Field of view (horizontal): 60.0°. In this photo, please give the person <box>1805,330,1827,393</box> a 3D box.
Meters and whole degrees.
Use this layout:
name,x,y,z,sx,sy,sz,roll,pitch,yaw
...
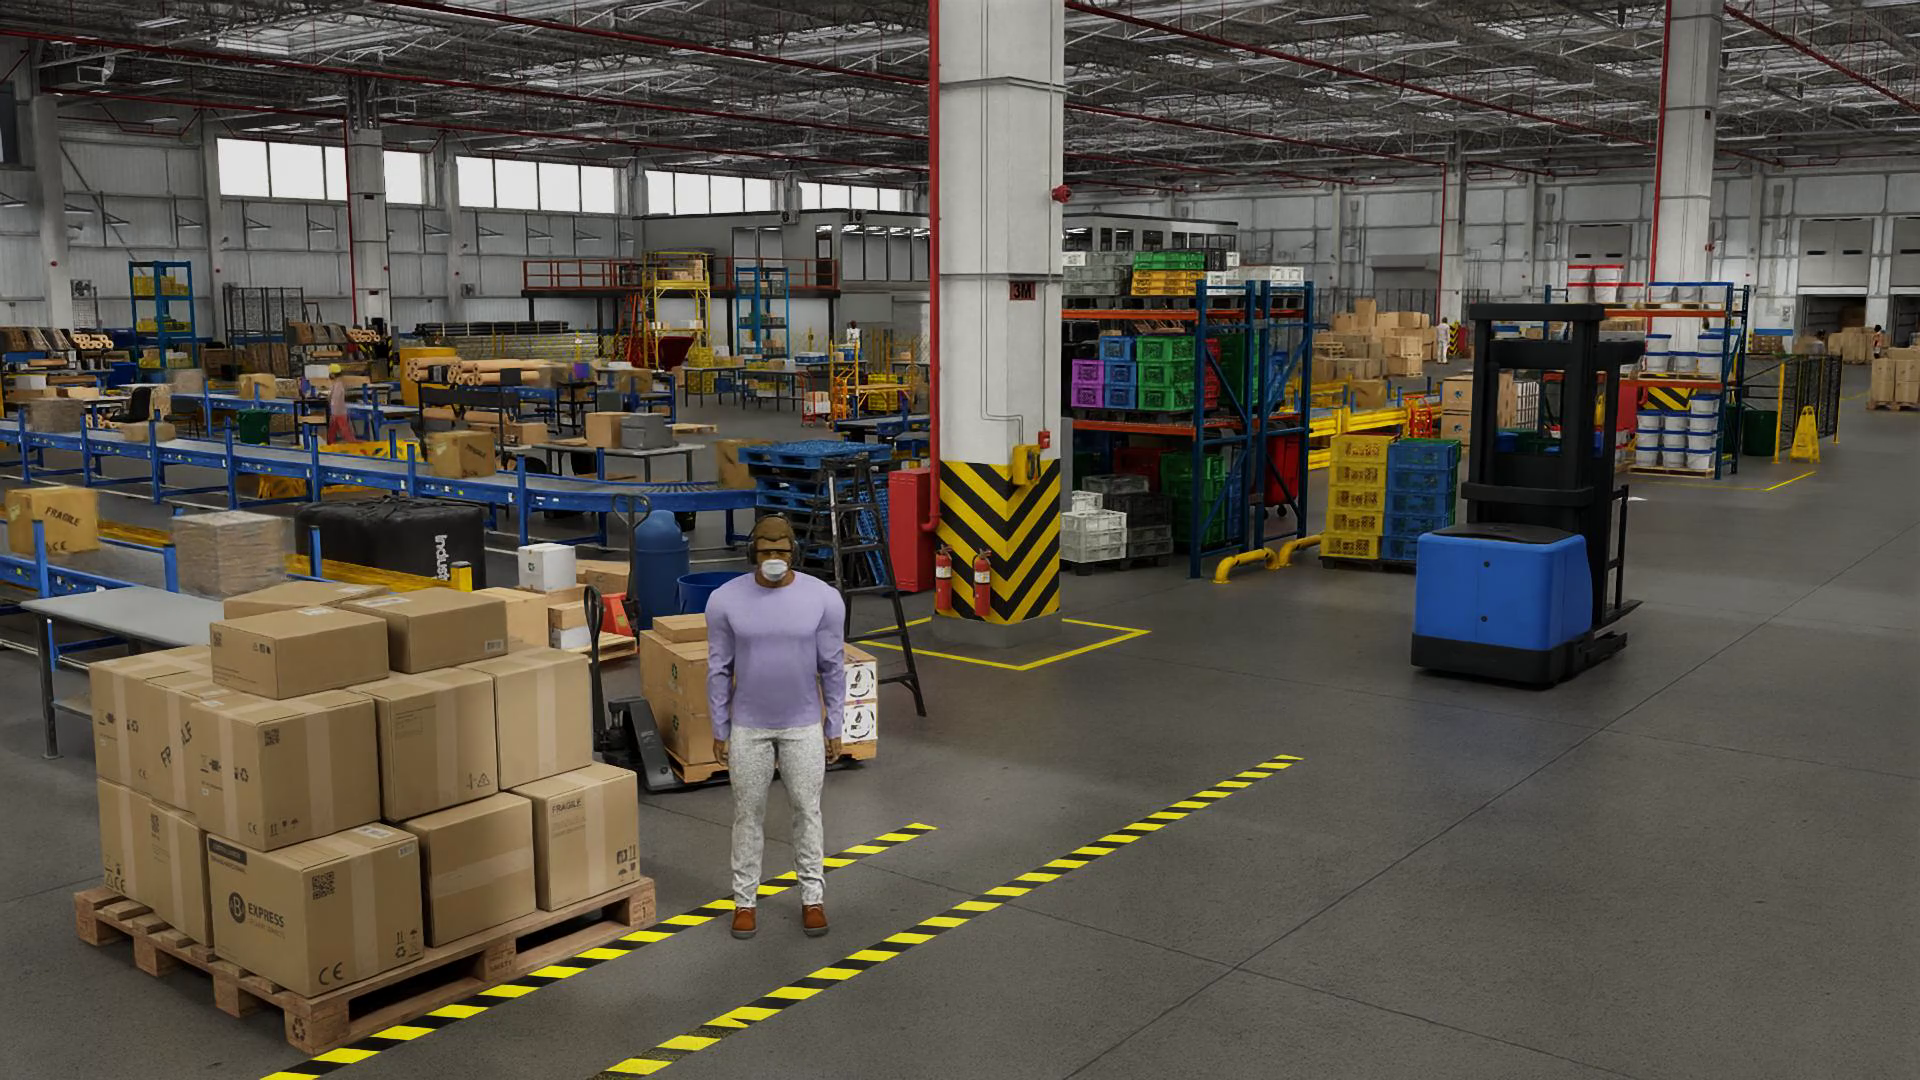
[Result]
name,x,y,z,sx,sy,sz,roll,pitch,yaw
person,24.727,-5.133,48.003,0.764,1.845,0.514,0,8,3

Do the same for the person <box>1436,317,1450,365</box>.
name,x,y,z,sx,sy,sz,roll,pitch,yaw
person,19.633,-8.084,67.558,0.353,1.936,0.633,-6,10,-34

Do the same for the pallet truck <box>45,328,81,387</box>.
name,x,y,z,sx,sy,sz,roll,pitch,yaw
pallet truck,-23.775,-4.544,43.495,1.885,1.965,0.823,6,10,35

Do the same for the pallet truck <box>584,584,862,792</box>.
name,x,y,z,sx,sy,sz,roll,pitch,yaw
pallet truck,-1.426,0.805,10.019,1.601,1.201,0.680,-4,9,-26

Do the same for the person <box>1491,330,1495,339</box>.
name,x,y,z,sx,sy,sz,roll,pitch,yaw
person,18.590,-6.800,58.917,0.728,1.921,1.008,5,10,31

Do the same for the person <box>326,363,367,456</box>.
name,x,y,z,sx,sy,sz,roll,pitch,yaw
person,-10.391,-2.109,27.978,0.853,1.737,0.530,-4,9,-24

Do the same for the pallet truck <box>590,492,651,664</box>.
name,x,y,z,sx,sy,sz,roll,pitch,yaw
pallet truck,-3.115,0.344,12.883,0.653,1.274,1.630,7,11,37

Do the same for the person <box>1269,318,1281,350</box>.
name,x,y,z,sx,sy,sz,roll,pitch,yaw
person,15.885,-10.484,84.110,0.630,1.827,0.515,-1,8,-5

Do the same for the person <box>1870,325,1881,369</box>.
name,x,y,z,sx,sy,sz,roll,pitch,yaw
person,35.291,-7.444,64.044,0.317,1.700,0.538,6,11,37

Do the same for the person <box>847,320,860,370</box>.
name,x,y,z,sx,sy,sz,roll,pitch,yaw
person,-4.001,-7.317,62.574,0.586,1.879,0.340,-7,11,-38

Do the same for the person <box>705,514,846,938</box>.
name,x,y,z,sx,sy,sz,roll,pitch,yaw
person,-0.823,0.836,7.476,0.625,1.931,0.378,-1,8,-5

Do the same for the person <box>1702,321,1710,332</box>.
name,x,y,z,sx,sy,sz,roll,pitch,yaw
person,28.601,-7.495,63.976,0.782,1.823,0.627,6,11,37

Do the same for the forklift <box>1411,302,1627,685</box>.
name,x,y,z,sx,sy,sz,roll,pitch,yaw
forklift,4.379,-0.438,12.852,1.129,2.768,1.873,7,11,37

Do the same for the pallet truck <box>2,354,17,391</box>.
name,x,y,z,sx,sy,sz,roll,pitch,yaw
pallet truck,-24.881,-4.417,42.634,1.885,1.965,0.823,8,11,41
